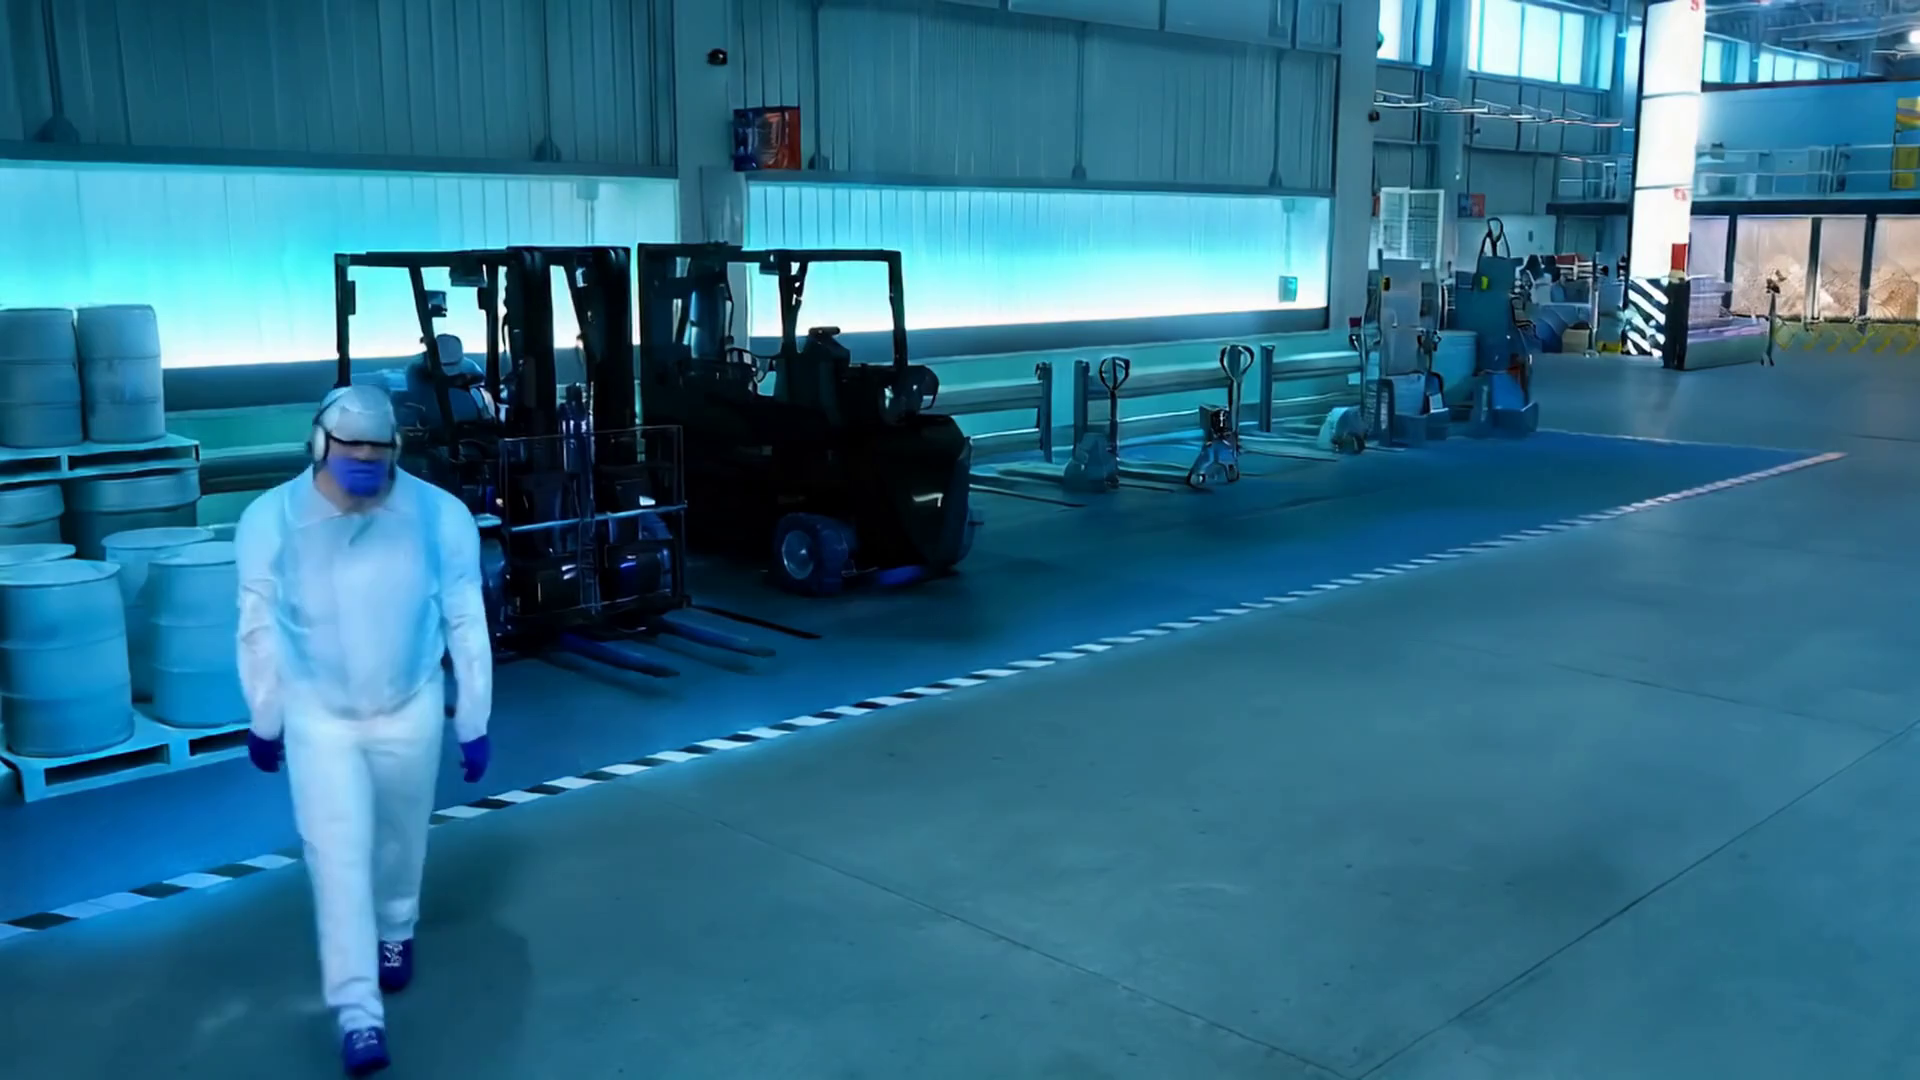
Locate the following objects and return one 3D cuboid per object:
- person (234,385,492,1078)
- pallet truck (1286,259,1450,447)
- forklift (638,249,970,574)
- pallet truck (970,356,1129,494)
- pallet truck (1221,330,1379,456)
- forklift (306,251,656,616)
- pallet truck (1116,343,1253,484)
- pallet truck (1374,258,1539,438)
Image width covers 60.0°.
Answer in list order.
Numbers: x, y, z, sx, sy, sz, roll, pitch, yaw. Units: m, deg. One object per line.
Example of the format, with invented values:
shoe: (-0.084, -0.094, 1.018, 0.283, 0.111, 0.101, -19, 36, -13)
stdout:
person: (-1.626, 0.494, 4.582, 0.659, 1.838, 1.058, -4, 11, -22)
pallet truck: (4.493, -2.078, 18.196, 0.823, 1.965, 1.885, -9, 14, -40)
forklift: (-1.173, -0.958, 11.239, 2.680, 1.987, 1.157, 10, 14, 43)
pallet truck: (0.784, -1.085, 14.876, 0.680, 1.201, 1.601, -10, 14, -44)
pallet truck: (3.563, -1.581, 17.381, 0.653, 1.274, 1.630, -10, 14, -44)
forklift: (-2.833, -0.669, 9.694, 1.157, 1.987, 2.680, -10, 14, -44)
pallet truck: (1.962, -1.215, 15.415, 1.522, 1.261, 0.704, 10, 14, 43)
pallet truck: (5.704, -2.208, 18.901, 1.885, 1.965, 0.823, 10, 14, 43)
